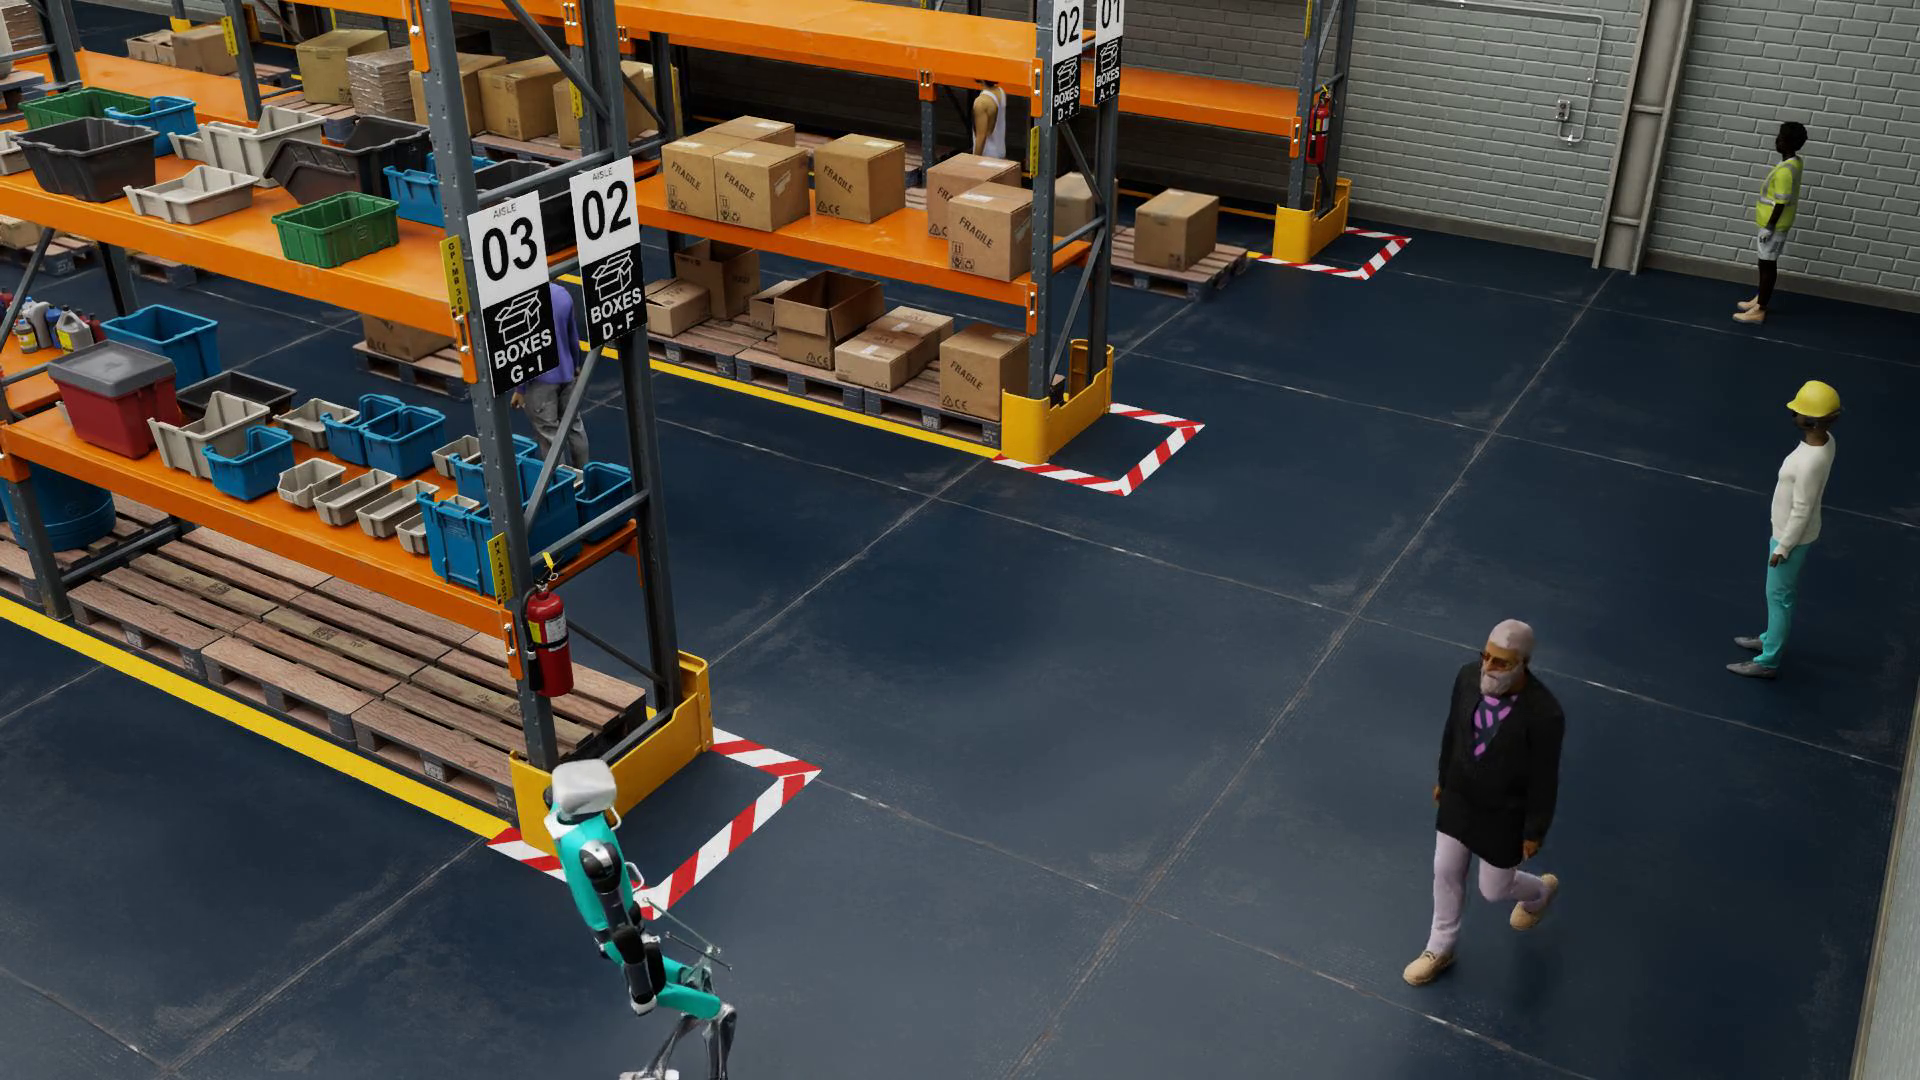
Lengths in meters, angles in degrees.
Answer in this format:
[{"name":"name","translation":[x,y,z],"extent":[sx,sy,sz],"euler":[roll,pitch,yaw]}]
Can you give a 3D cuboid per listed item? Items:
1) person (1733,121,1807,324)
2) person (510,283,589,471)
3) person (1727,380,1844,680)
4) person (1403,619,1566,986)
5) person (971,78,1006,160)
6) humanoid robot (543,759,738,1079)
[{"name":"person","translation":[6.805,-2.653,13.925],"extent":[0.318,1.695,0.539],"euler":[16,33,27]},{"name":"person","translation":[-2.692,-1.047,10.941],"extent":[0.375,1.797,0.603],"euler":[16,33,27]},{"name":"person","translation":[4.565,-0.050,9.186],"extent":[0.321,1.765,0.531],"euler":[16,33,27]},{"name":"person","translation":[2.311,1.088,7.084],"extent":[0.701,1.831,0.553],"euler":[-19,34,-30]},{"name":"person","translation":[0.219,-3.545,15.357],"extent":[0.389,1.861,0.529],"euler":[16,33,27]},{"name":"humanoid robot","translation":[-1.119,1.530,6.378],"extent":[0.781,1.786,0.545],"euler":[-16,33,-26]}]
